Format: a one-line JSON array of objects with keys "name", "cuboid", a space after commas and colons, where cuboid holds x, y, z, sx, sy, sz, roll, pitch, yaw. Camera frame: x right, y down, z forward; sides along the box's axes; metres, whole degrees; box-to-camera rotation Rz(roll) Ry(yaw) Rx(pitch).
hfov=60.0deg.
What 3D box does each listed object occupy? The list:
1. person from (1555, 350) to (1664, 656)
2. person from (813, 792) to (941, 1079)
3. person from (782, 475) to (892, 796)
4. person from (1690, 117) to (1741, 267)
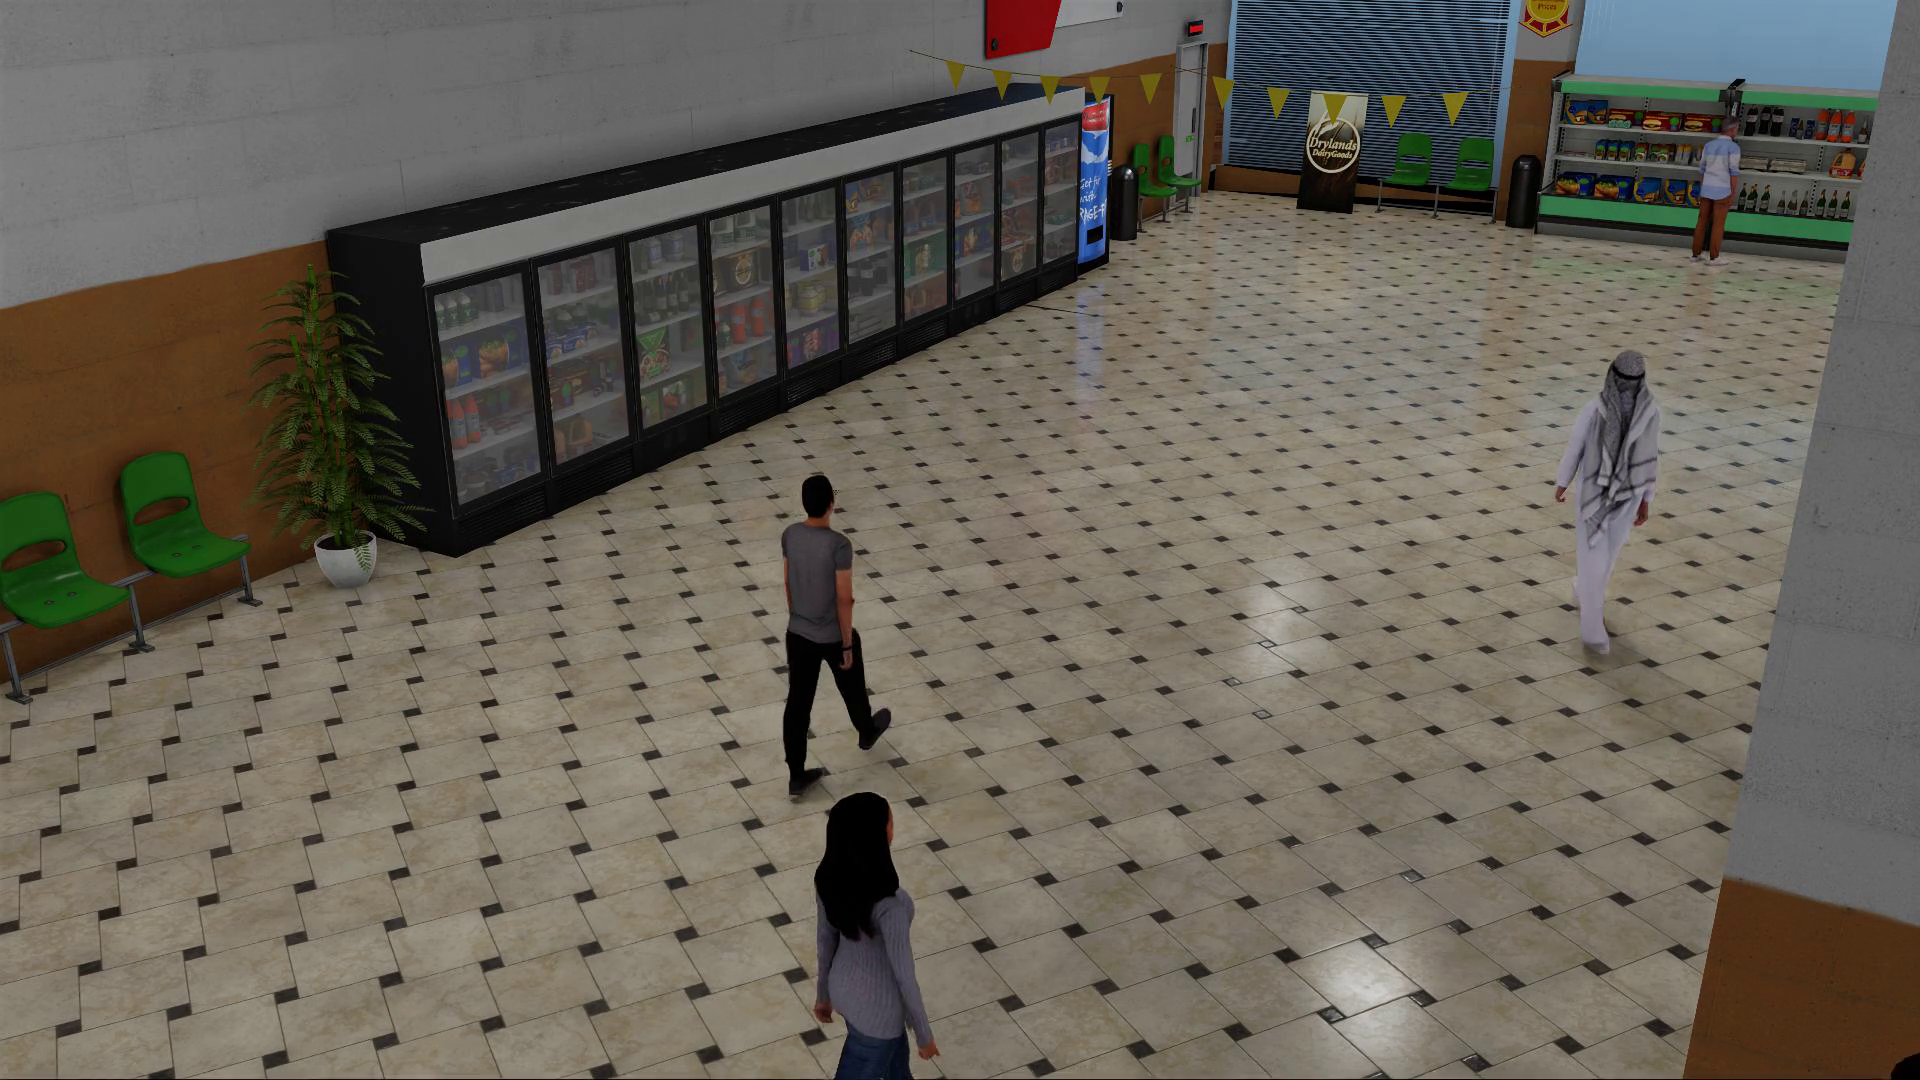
[{"name": "person", "cuboid": [4.063, -0.200, 10.390, 1.286, 1.881, 1.121, 2, 22, 4]}, {"name": "person", "cuboid": [-0.408, 1.719, 5.878, 1.012, 1.685, 1.206, -16, 27, -34]}, {"name": "person", "cuboid": [-0.779, 0.542, 8.768, 1.044, 1.714, 0.760, 11, 24, 25]}, {"name": "person", "cuboid": [9.509, -4.386, 20.887, 0.830, 1.822, 0.697, -13, 25, -29]}]
